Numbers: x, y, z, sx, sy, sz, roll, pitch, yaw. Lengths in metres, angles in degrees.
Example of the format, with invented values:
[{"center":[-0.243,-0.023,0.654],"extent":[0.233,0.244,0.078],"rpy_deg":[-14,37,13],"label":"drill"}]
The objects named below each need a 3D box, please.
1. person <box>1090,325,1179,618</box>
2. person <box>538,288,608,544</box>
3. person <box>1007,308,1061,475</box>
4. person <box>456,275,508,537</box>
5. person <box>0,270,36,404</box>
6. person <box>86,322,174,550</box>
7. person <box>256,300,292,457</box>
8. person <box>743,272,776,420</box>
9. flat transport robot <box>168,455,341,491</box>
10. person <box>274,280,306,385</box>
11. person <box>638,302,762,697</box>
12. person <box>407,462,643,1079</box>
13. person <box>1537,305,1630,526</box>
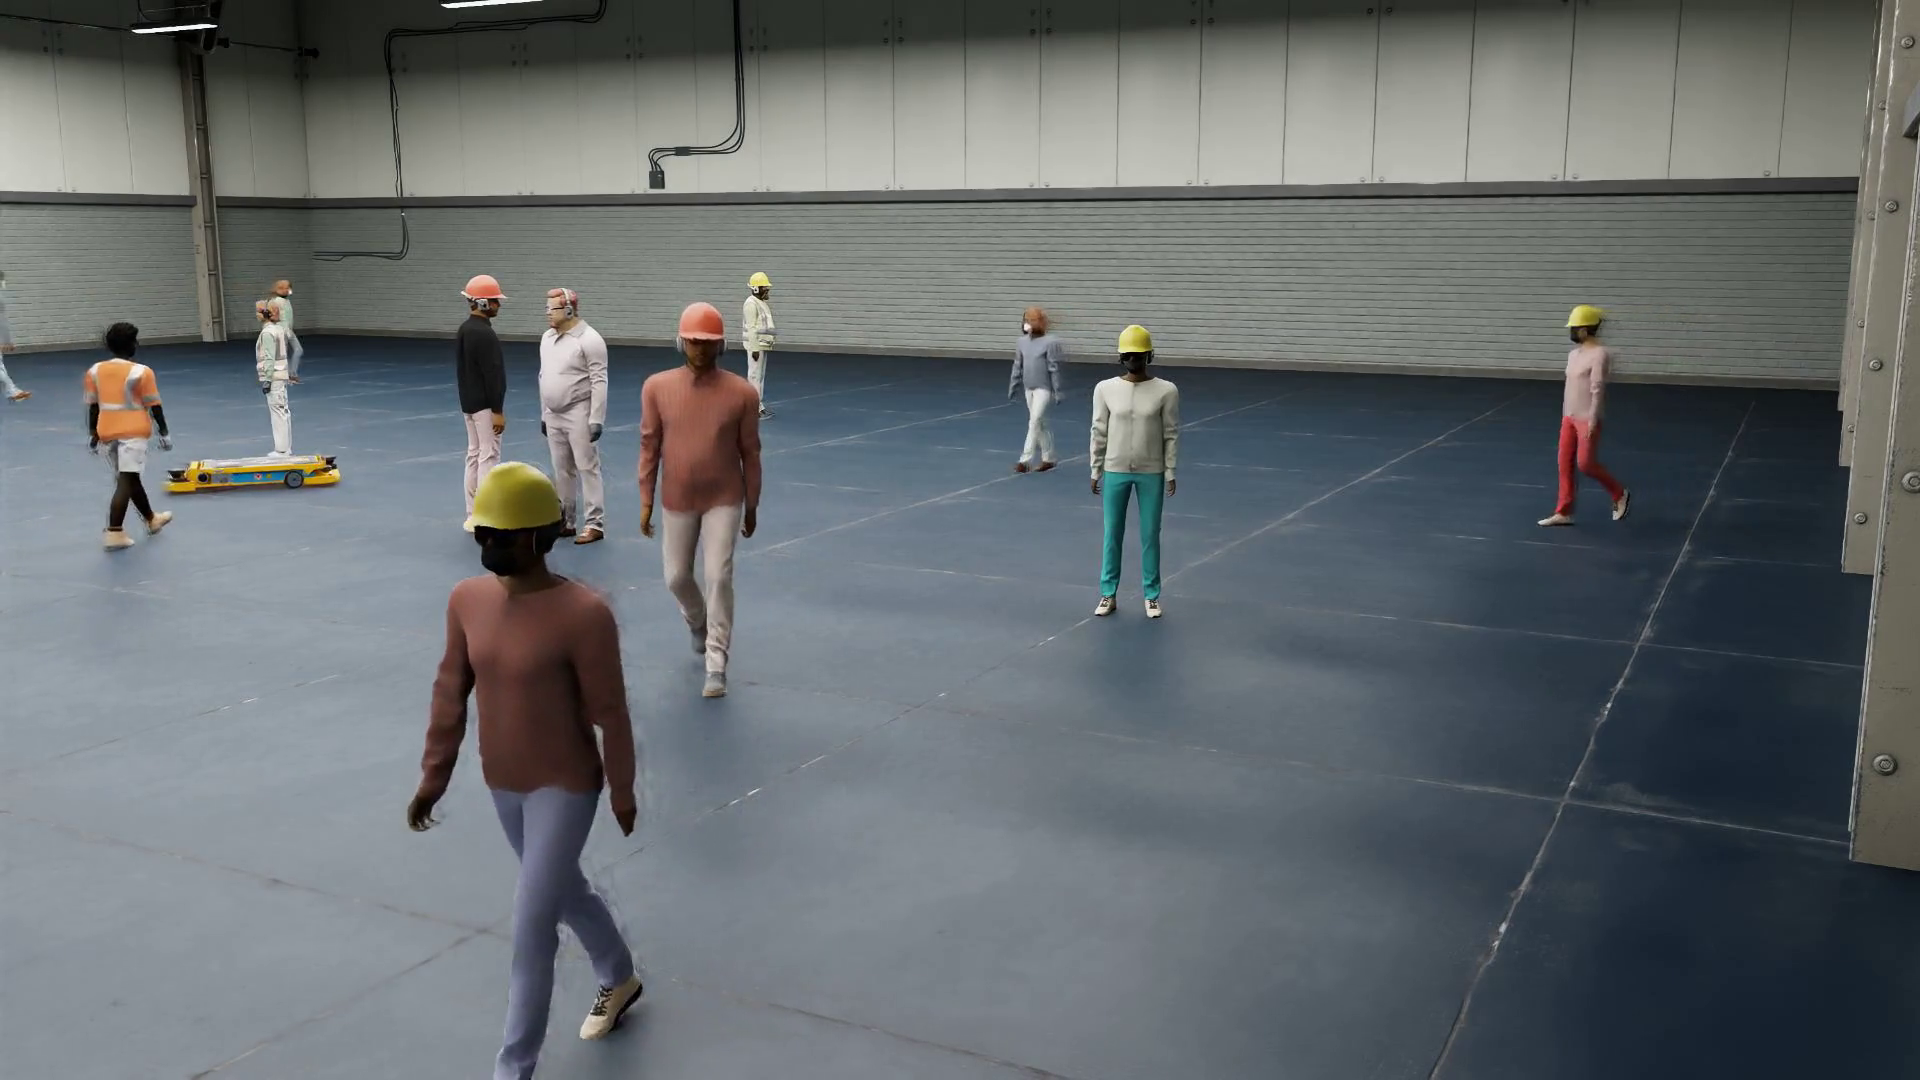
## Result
[{"center":[1.045,-0.406,10.008],"extent":[0.533,1.768,0.311],"rpy_deg":[2,11,9],"label":"person"},{"center":[-2.926,-0.922,12.447],"extent":[0.644,1.904,0.399],"rpy_deg":[7,13,35],"label":"person"},{"center":[0.670,-1.419,15.992],"extent":[0.814,1.595,0.521],"rpy_deg":[-9,14,-42],"label":"person"},{"center":[-3.626,-1.020,12.731],"extent":[0.394,1.992,0.622],"rpy_deg":[-7,13,-35],"label":"person"},{"center":[-13.061,-2.721,22.393],"extent":[0.635,1.851,1.080],"rpy_deg":[7,13,35],"label":"person"},{"center":[-6.157,-0.788,12.387],"extent":[0.556,1.645,0.873],"rpy_deg":[3,11,14],"label":"person"},{"center":[-7.051,-1.641,17.089],"extent":[0.307,1.641,0.511],"rpy_deg":[-2,11,-12],"label":"person"},{"center":[-2.514,-2.434,20.881],"extent":[0.404,1.835,0.587],"rpy_deg":[1,10,7],"label":"person"},{"center":[-6.476,-0.625,15.283],"extent":[1.431,0.197,0.652],"rpy_deg":[-4,11,-23],"label":"flat transport robot"},{"center":[-10.276,-3.166,25.469],"extent":[0.499,1.615,0.505],"rpy_deg":[0,10,-1],"label":"person"},{"center":[-1.315,-0.233,8.507],"extent":[0.624,1.972,0.788],"rpy_deg":[0,10,0],"label":"person"},{"center":[-1.117,0.634,4.465],"extent":[0.527,1.730,0.891],"rpy_deg":[6,12,29],"label":"person"},{"center":[4.936,-0.965,13.074],"extent":[0.618,1.749,0.535],"rpy_deg":[-2,11,-11],"label":"person"}]
